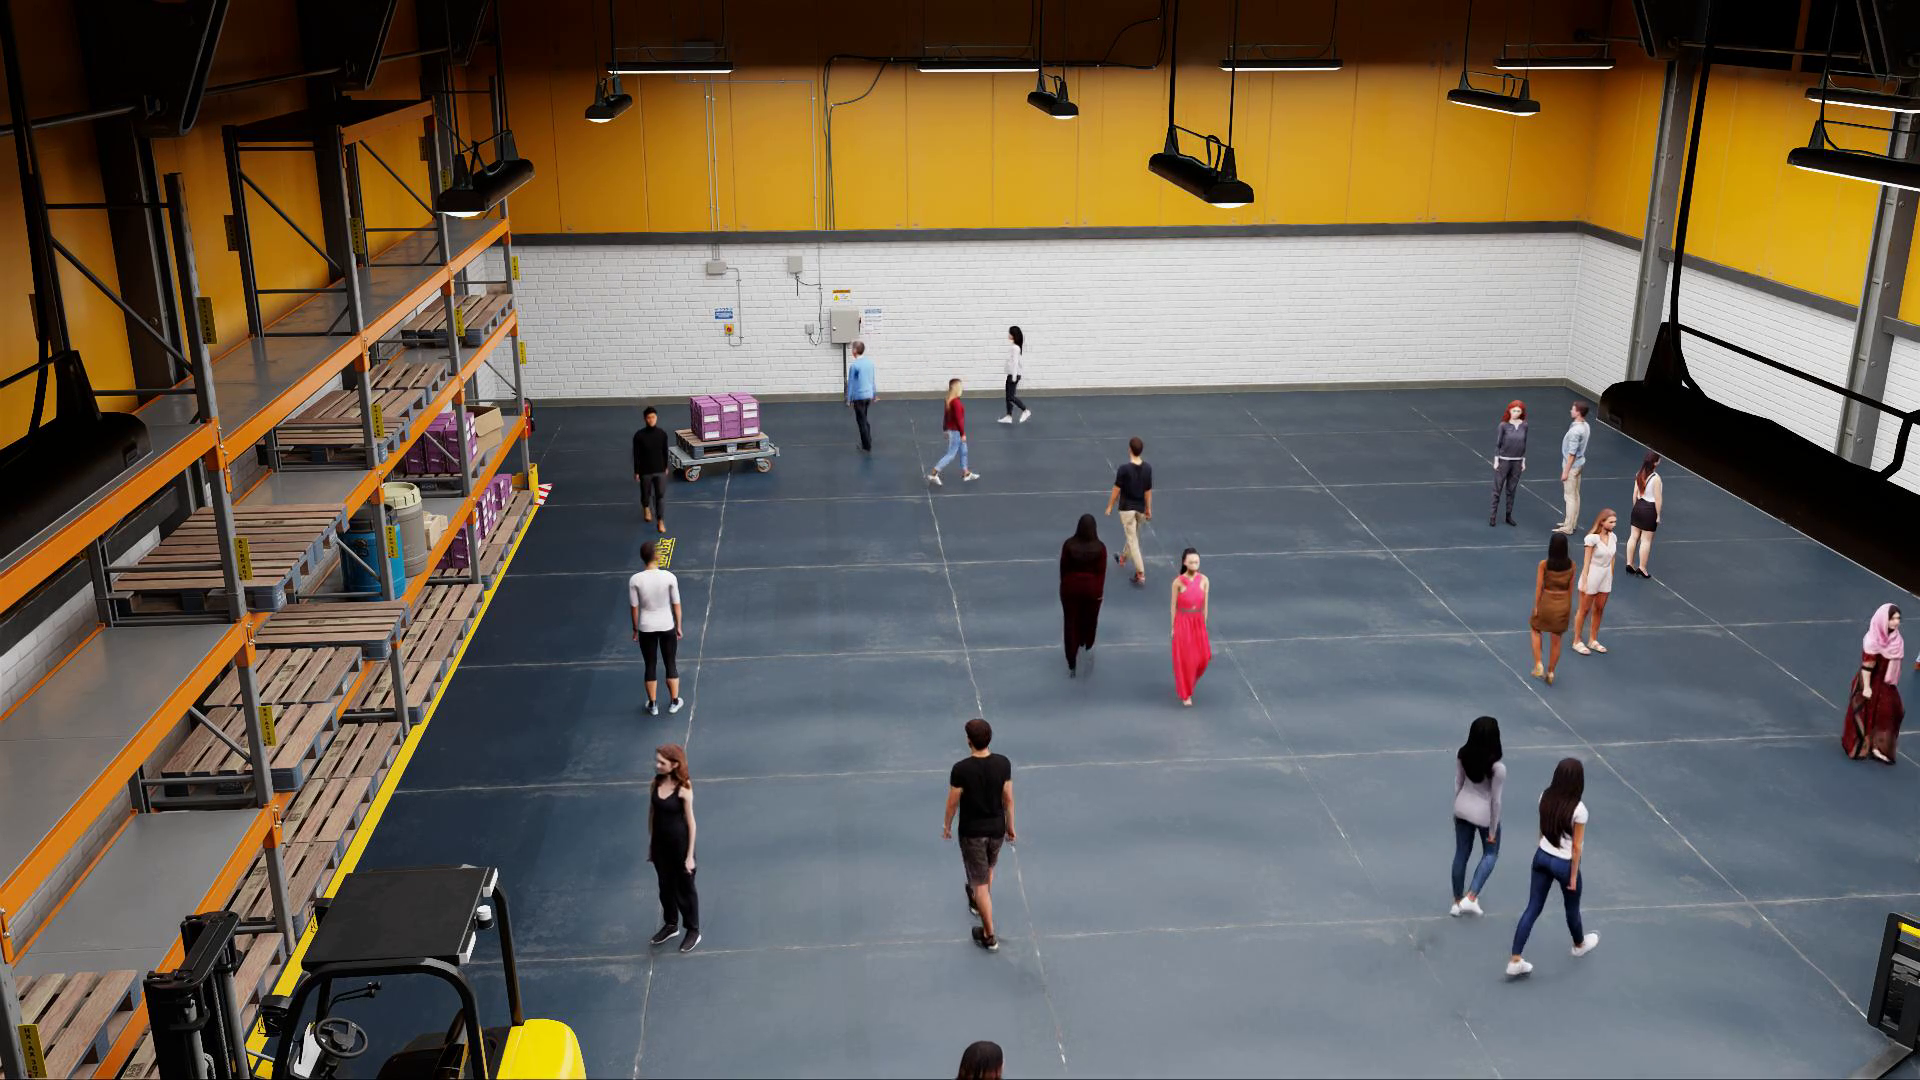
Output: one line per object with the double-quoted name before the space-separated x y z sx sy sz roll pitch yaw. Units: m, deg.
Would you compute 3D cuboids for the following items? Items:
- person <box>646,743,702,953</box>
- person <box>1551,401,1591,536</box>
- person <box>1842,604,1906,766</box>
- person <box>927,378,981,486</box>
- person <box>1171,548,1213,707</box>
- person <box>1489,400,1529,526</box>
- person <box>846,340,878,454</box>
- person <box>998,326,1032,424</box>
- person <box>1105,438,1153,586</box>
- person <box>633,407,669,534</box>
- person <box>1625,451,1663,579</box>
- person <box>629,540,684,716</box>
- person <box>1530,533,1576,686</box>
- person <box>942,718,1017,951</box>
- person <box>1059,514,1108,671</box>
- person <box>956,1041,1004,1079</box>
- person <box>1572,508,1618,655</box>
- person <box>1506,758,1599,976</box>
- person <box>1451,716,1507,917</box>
"person" -2.206 2.356 12.911 0.667 1.742 0.687 10 21 27
"person" 8.377 -0.994 22.695 0.790 1.847 0.713 13 23 34
"person" 8.782 1.356 16.070 0.747 1.622 0.837 -7 20 -20
"person" -0.144 -1.588 24.846 0.803 1.601 1.066 -5 19 -15
"person" 2.346 0.891 17.311 0.630 1.711 0.742 -4 19 -12
"person" 7.610 -1.077 23.046 0.590 1.782 0.511 0 19 0
"person" -1.498 -2.286 26.607 0.853 1.800 0.795 15 24 38
"person" 0.966 -2.792 28.278 0.721 1.692 0.710 -2 19 -7
"person" 2.198 -0.320 20.756 0.954 1.807 1.229 -9 21 -26
"person" -4.268 -0.996 22.928 0.808 1.702 1.088 -7 20 -19
"person" 8.665 -0.331 21.038 0.681 1.649 0.563 -10 21 -26
"person" -3.111 0.899 17.071 0.666 1.849 0.565 -3 19 -8
"person" 6.353 0.767 17.733 0.609 1.677 0.606 1 19 3
"person" 0.207 2.310 12.918 0.915 1.827 1.160 -8 20 -22
"person" 1.317 0.602 18.158 0.794 1.718 1.118 2 19 6
"person" 0.129 3.570 9.343 0.805 1.720 0.608 -6 20 -17
"person" 7.137 0.441 18.670 0.617 1.696 0.617 -6 20 -17
"person" 4.413 2.500 12.507 1.022 1.727 1.173 -11 21 -29
"person" 4.060 2.244 13.274 0.801 1.724 0.734 -17 25 -41
